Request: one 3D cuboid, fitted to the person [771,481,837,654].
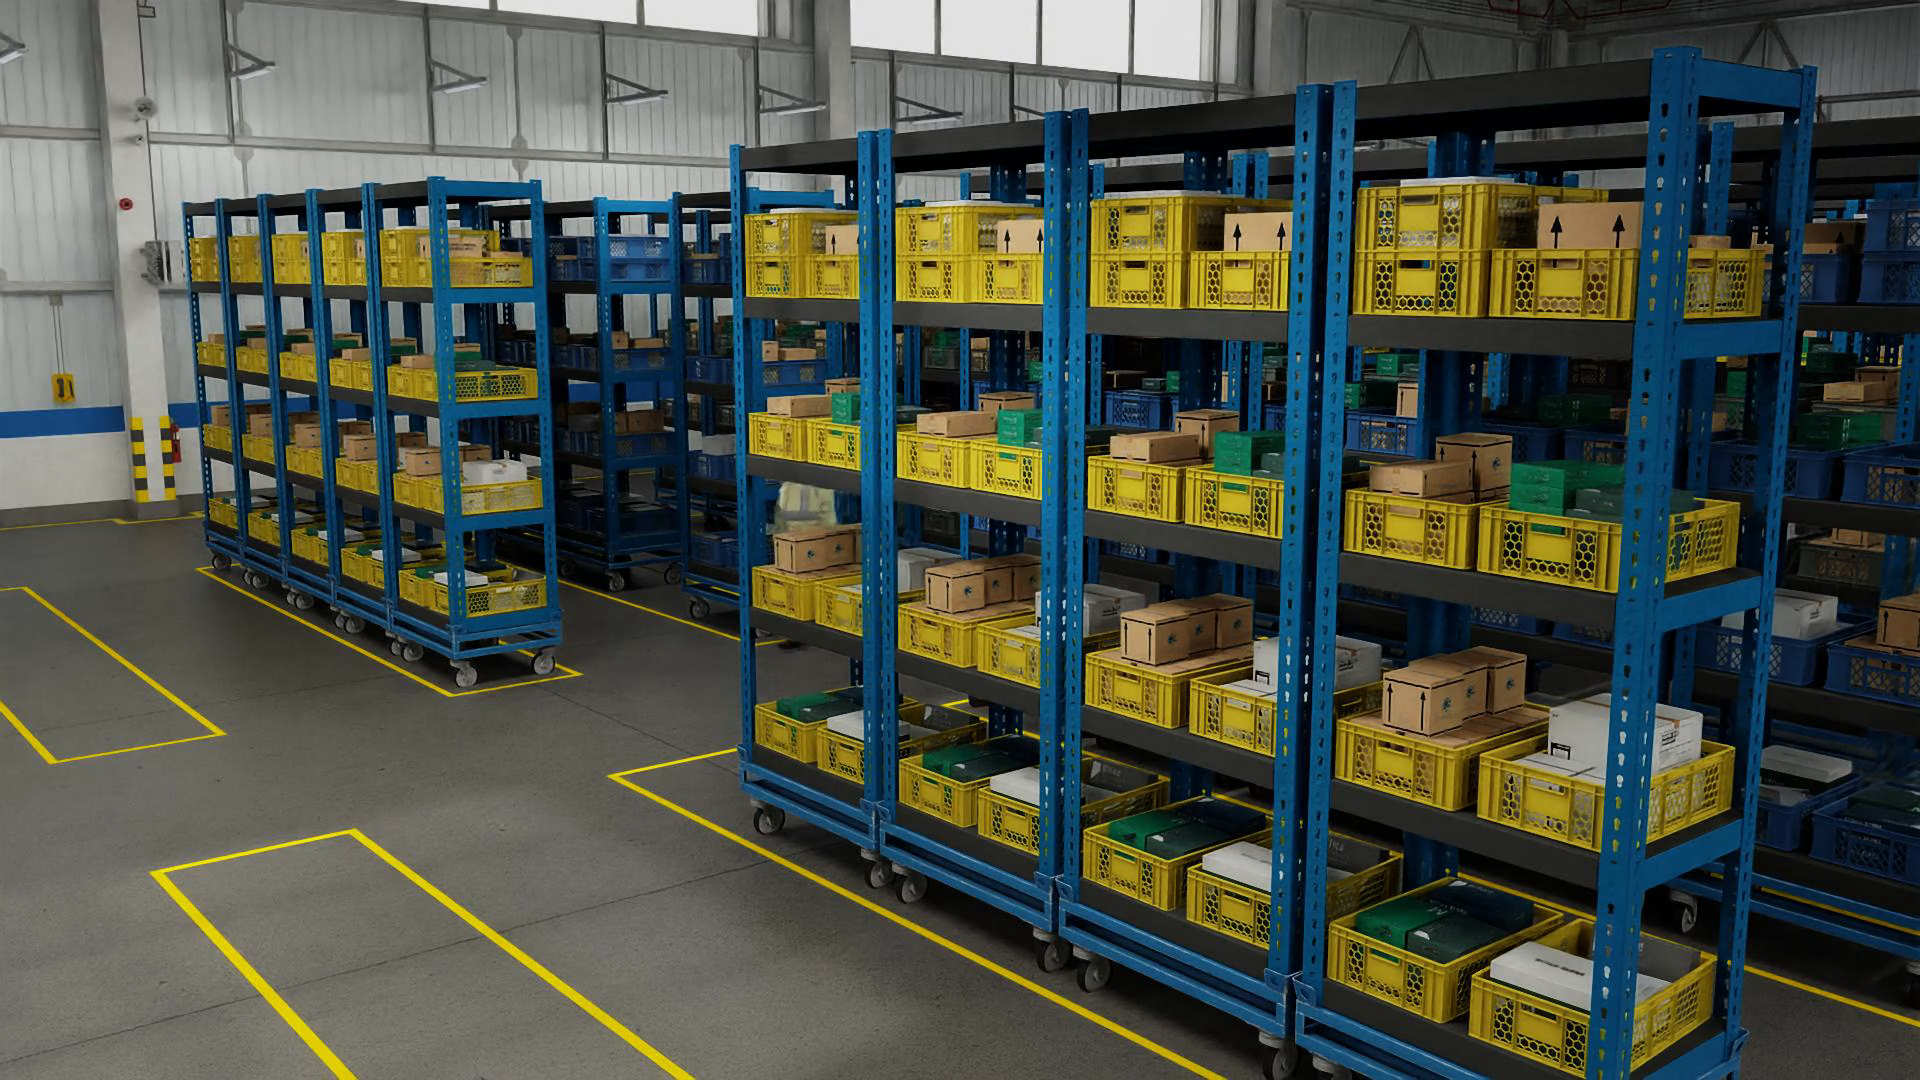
[{"bbox_3d":[-1.291,-0.022,12.939,0.704,1.805,0.619,-8,12,-38],"label":"person"}]
